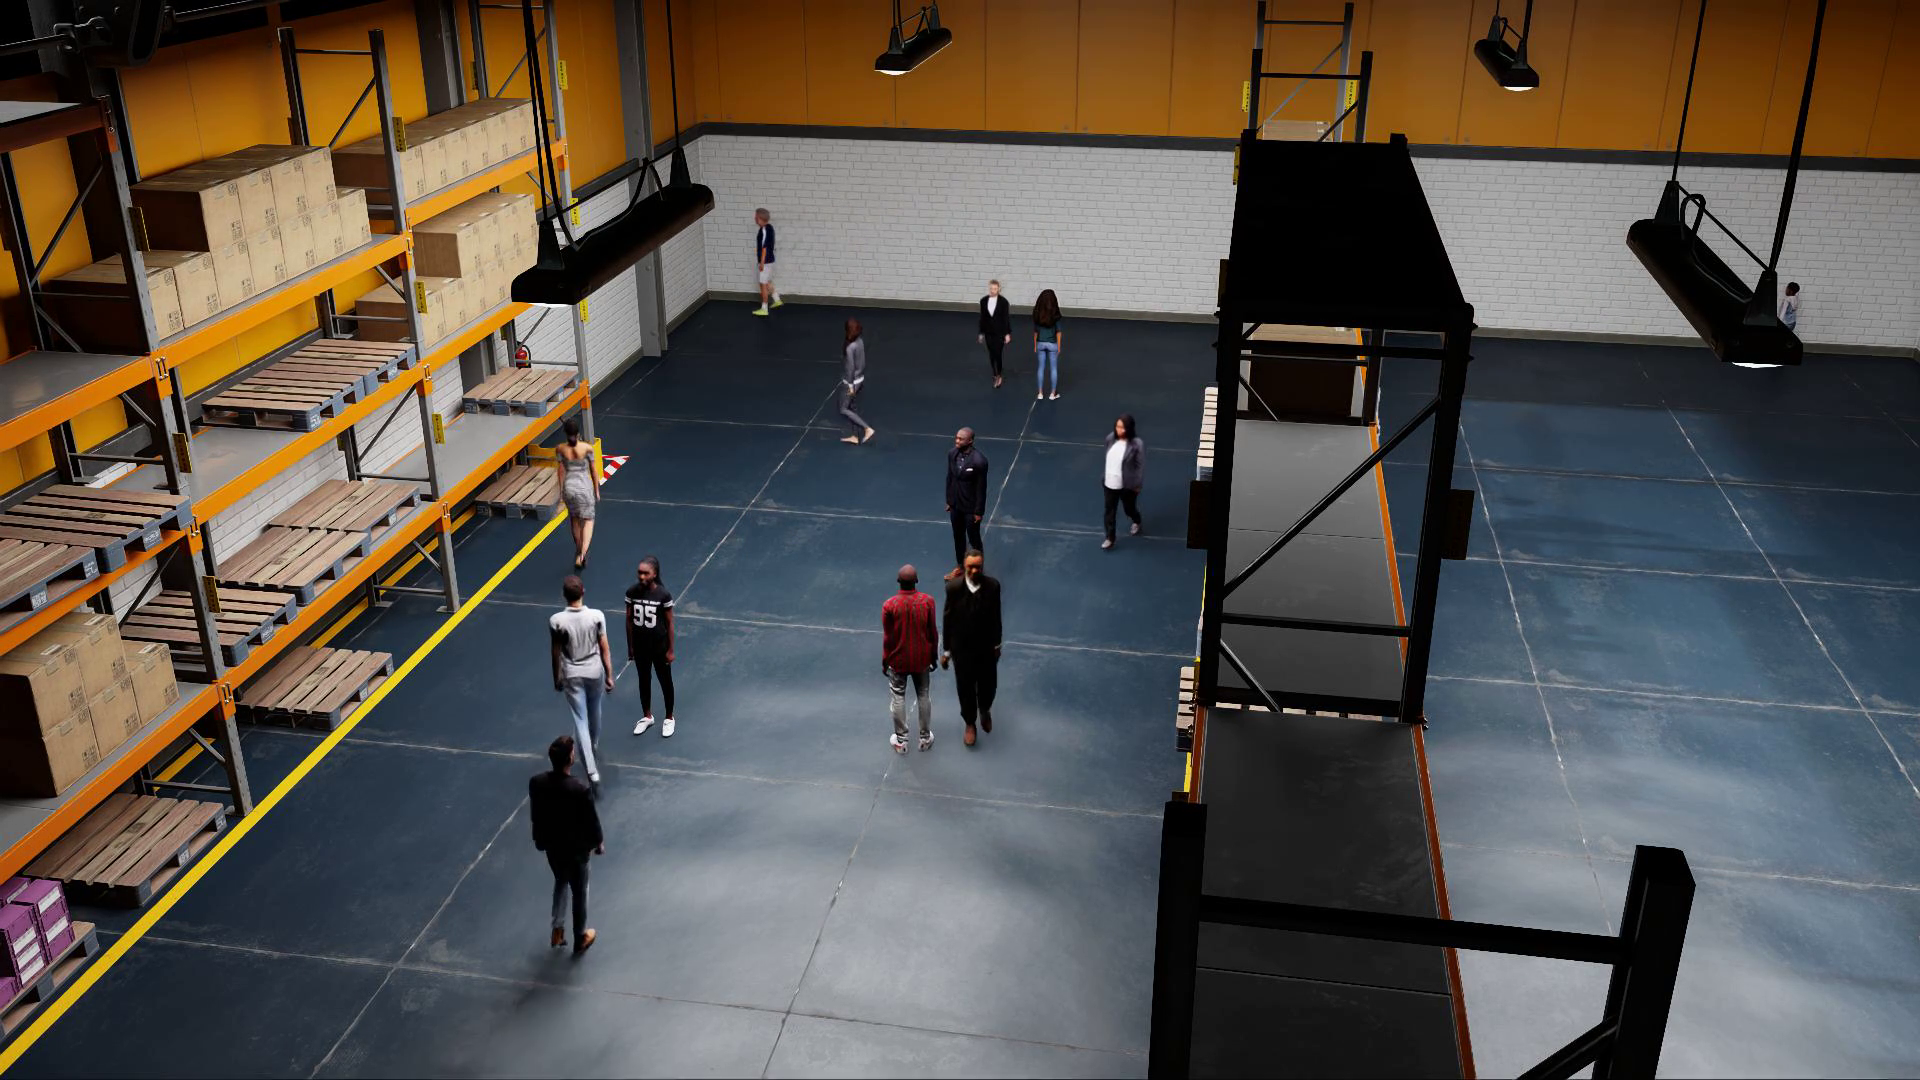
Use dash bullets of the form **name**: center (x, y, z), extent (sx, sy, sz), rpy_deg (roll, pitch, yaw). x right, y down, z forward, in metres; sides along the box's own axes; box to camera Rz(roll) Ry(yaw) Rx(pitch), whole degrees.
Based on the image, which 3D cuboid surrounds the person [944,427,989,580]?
- **person**: center (0.078, -0.374, 18.158), extent (0.789, 1.817, 0.801), rpy_deg (21, 31, 40)

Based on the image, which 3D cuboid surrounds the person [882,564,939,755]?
- **person**: center (-0.452, 1.051, 14.896), extent (0.733, 1.819, 0.687), rpy_deg (-4, 24, -9)

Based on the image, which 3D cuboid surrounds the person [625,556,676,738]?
- **person**: center (-2.818, 0.966, 15.206), extent (0.595, 1.726, 0.571), rpy_deg (4, 24, 9)

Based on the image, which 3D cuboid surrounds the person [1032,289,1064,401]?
- **person**: center (1.261, -2.827, 24.019), extent (0.621, 1.616, 0.616), rpy_deg (7, 25, 16)

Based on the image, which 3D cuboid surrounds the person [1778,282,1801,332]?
- **person**: center (12.766, -3.369, 25.706), extent (0.566, 1.259, 0.623), rpy_deg (-14, 27, -29)

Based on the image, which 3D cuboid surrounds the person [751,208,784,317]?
- **person**: center (-3.228, -4.703, 28.044), extent (0.812, 1.830, 0.752), rpy_deg (0, 24, -1)

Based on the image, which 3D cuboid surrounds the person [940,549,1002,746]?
- **person**: center (0.111, 0.924, 15.096), extent (0.754, 1.890, 0.781), rpy_deg (0, 24, 1)

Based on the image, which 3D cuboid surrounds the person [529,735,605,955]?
- **person**: center (-2.891, 2.269, 12.096), extent (0.702, 1.830, 0.680), rpy_deg (6, 24, 14)

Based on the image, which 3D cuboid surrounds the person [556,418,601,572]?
- **person**: center (-4.220, -0.446, 18.339), extent (0.702, 1.804, 0.949), rpy_deg (0, 24, -1)

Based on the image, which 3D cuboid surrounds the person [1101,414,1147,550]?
- **person**: center (1.904, -0.701, 19.214), extent (0.884, 1.570, 1.099), rpy_deg (13, 27, 27)

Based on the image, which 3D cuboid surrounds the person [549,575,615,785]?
- **person**: center (-3.269, 1.253, 14.459), extent (1.092, 1.799, 1.356), rpy_deg (-8, 25, -18)

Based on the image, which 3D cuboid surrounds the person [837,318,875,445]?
- **person**: center (-1.357, -2.098, 22.180), extent (0.742, 1.755, 0.744), rpy_deg (8, 25, 18)

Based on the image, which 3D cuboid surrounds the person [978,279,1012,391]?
- **person**: center (0.541, -3.024, 24.390), extent (0.696, 1.681, 0.639), rpy_deg (9, 25, 19)
